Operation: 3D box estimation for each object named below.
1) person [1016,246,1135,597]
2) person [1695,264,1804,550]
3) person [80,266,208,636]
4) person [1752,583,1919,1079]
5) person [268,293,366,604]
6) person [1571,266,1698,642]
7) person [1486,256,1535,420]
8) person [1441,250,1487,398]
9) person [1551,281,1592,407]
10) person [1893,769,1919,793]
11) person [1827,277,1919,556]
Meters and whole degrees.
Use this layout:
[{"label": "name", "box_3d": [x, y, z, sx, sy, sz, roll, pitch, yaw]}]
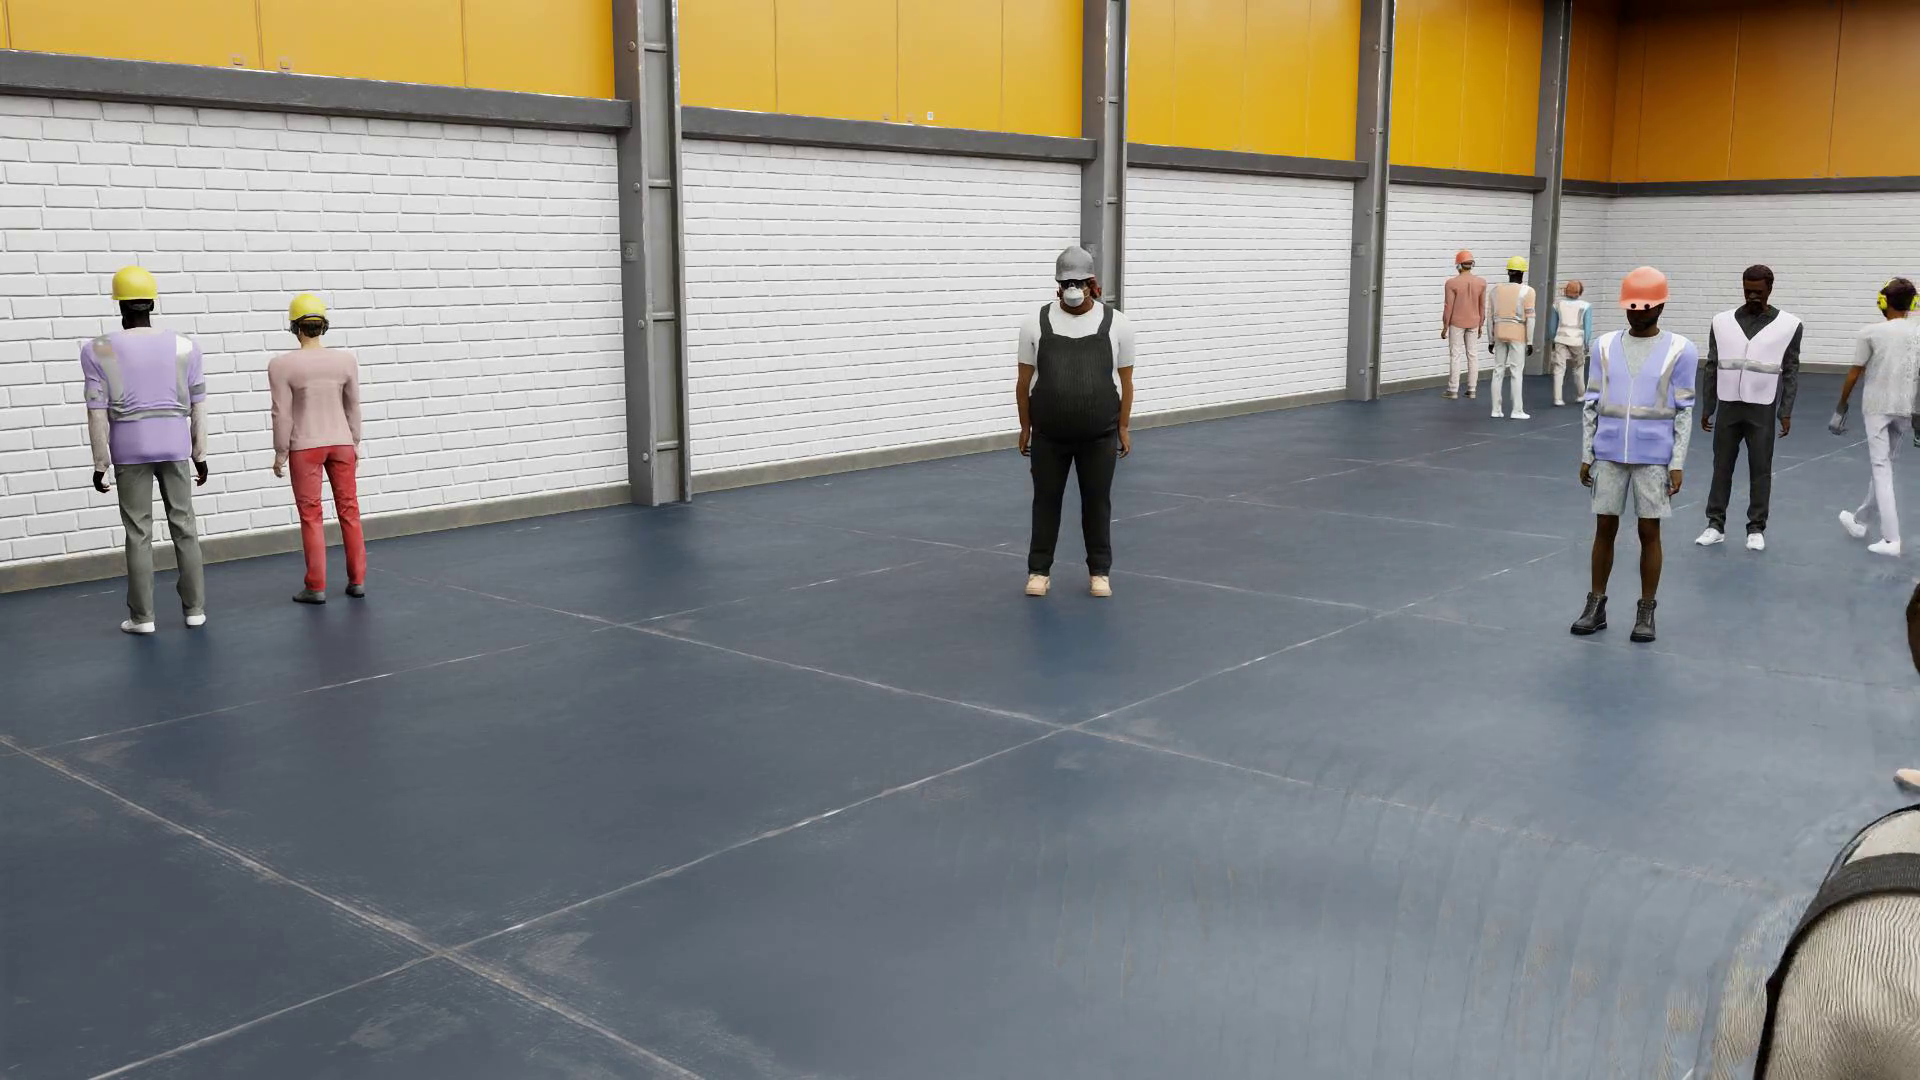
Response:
[{"label": "person", "box_3d": [0.663, -0.674, 9.617, 0.686, 2.000, 0.535, 1, 10, 5]}, {"label": "person", "box_3d": [5.329, -0.896, 11.247, 0.589, 1.915, 0.393, 7, 12, 36]}, {"label": "person", "box_3d": [-4.252, -0.462, 8.726, 0.588, 1.930, 0.364, -8, 13, -39]}, {"label": "person", "box_3d": [0.860, 0.868, 1.573, 1.019, 1.792, 0.524, 8, 13, 38]}, {"label": "person", "box_3d": [-3.669, -0.516, 9.498, 0.524, 1.769, 0.326, -10, 14, -44]}, {"label": "person", "box_3d": [3.475, -0.438, 8.592, 0.542, 1.930, 0.366, 7, 12, 35]}, {"label": "person", "box_3d": [6.534, -2.392, 19.725, 0.589, 1.927, 0.387, 10, 14, 44]}, {"label": "person", "box_3d": [6.787, -2.903, 22.441, 0.608, 1.996, 0.376, -2, 10, -12]}, {"label": "person", "box_3d": [7.864, -2.523, 21.387, 0.543, 1.589, 0.845, 7, 12, 36]}, {"label": "person", "box_3d": [3.944, 0.172, 5.910, 0.881, 1.651, 0.542, 8, 13, 39]}, {"label": "person", "box_3d": [6.181, -0.846, 11.226, 0.516, 1.828, 0.946, -1, 10, -3]}]
